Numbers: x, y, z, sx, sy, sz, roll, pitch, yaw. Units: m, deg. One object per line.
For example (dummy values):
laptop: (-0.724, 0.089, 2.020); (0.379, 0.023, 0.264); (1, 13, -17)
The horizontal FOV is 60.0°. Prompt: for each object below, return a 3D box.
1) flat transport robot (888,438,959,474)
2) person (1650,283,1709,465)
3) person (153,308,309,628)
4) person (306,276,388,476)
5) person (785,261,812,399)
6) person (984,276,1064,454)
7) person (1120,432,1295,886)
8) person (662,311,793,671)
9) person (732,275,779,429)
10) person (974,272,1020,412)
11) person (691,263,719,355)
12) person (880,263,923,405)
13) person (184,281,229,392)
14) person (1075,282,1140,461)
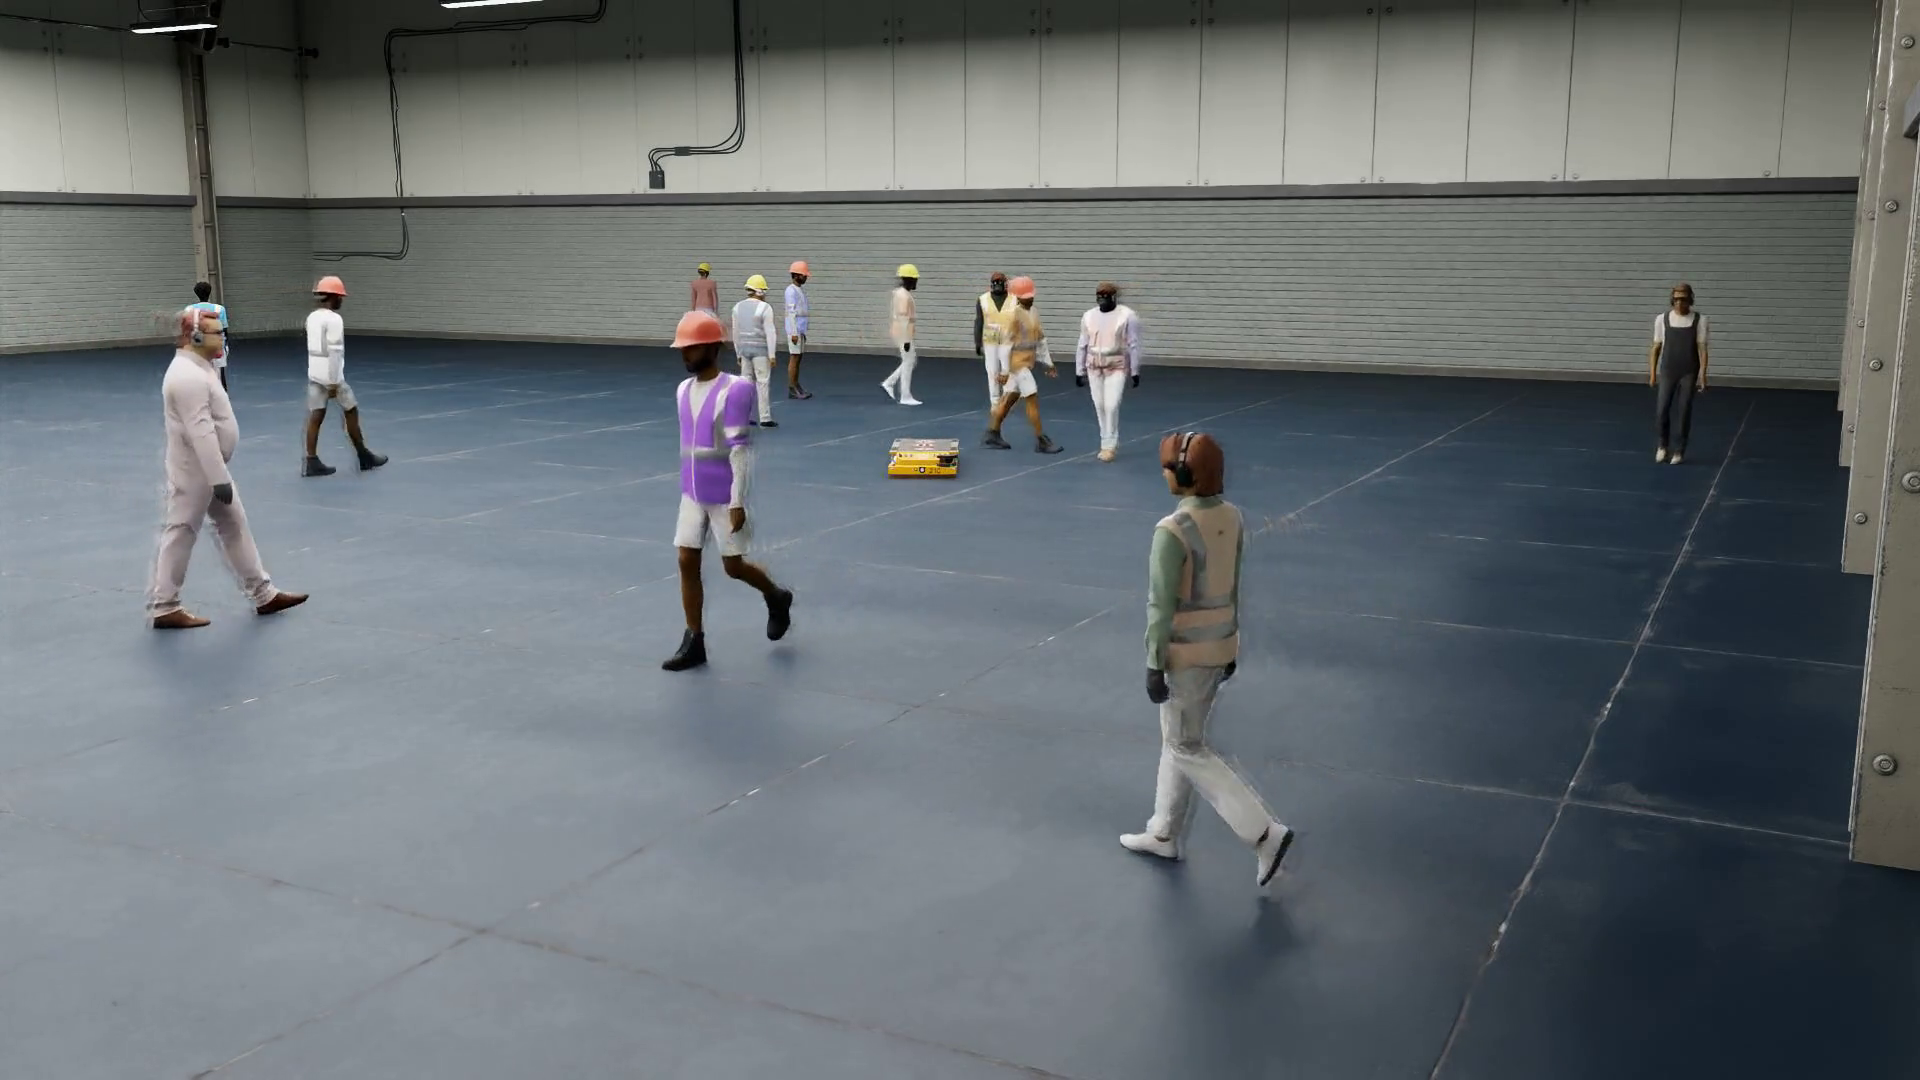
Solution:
flat transport robot: (-0.347, -0.834, 16.424); (0.652, 0.197, 1.431); (0, 10, 1)
person: (7.198, -1.657, 16.659); (0.533, 1.824, 0.474); (5, 12, 26)
person: (-4.352, -0.416, 9.787); (0.931, 1.862, 0.669); (-3, 11, -18)
person: (-6.008, -1.585, 16.084); (0.556, 1.888, 0.943); (8, 13, 36)
person: (-2.272, -2.951, 23.420); (0.360, 1.937, 0.542); (1, 10, 6)
person: (0.640, -1.854, 17.635); (0.974, 1.872, 0.571); (5, 11, 25)
person: (0.887, 0.421, 5.897); (0.701, 1.616, 0.516); (8, 13, 37)
person: (-1.274, -0.282, 8.955); (0.546, 1.907, 0.798); (7, 13, 34)
person: (-2.420, -2.232, 19.789); (0.594, 1.828, 0.402); (7, 12, 32)
person: (0.501, -2.548, 21.535); (0.656, 1.821, 0.570); (1, 10, 5)
person: (-4.894, -4.425, 31.923); (0.533, 1.767, 0.312); (2, 11, 11)
person: (-0.764, -2.777, 22.519); (0.497, 1.914, 0.604); (-1, 10, -4)
person: (-9.829, -2.525, 21.748); (0.532, 1.698, 0.319); (-4, 11, -19)
person: (1.452, -1.705, 16.929); (0.662, 1.821, 0.684); (6, 12, 29)
